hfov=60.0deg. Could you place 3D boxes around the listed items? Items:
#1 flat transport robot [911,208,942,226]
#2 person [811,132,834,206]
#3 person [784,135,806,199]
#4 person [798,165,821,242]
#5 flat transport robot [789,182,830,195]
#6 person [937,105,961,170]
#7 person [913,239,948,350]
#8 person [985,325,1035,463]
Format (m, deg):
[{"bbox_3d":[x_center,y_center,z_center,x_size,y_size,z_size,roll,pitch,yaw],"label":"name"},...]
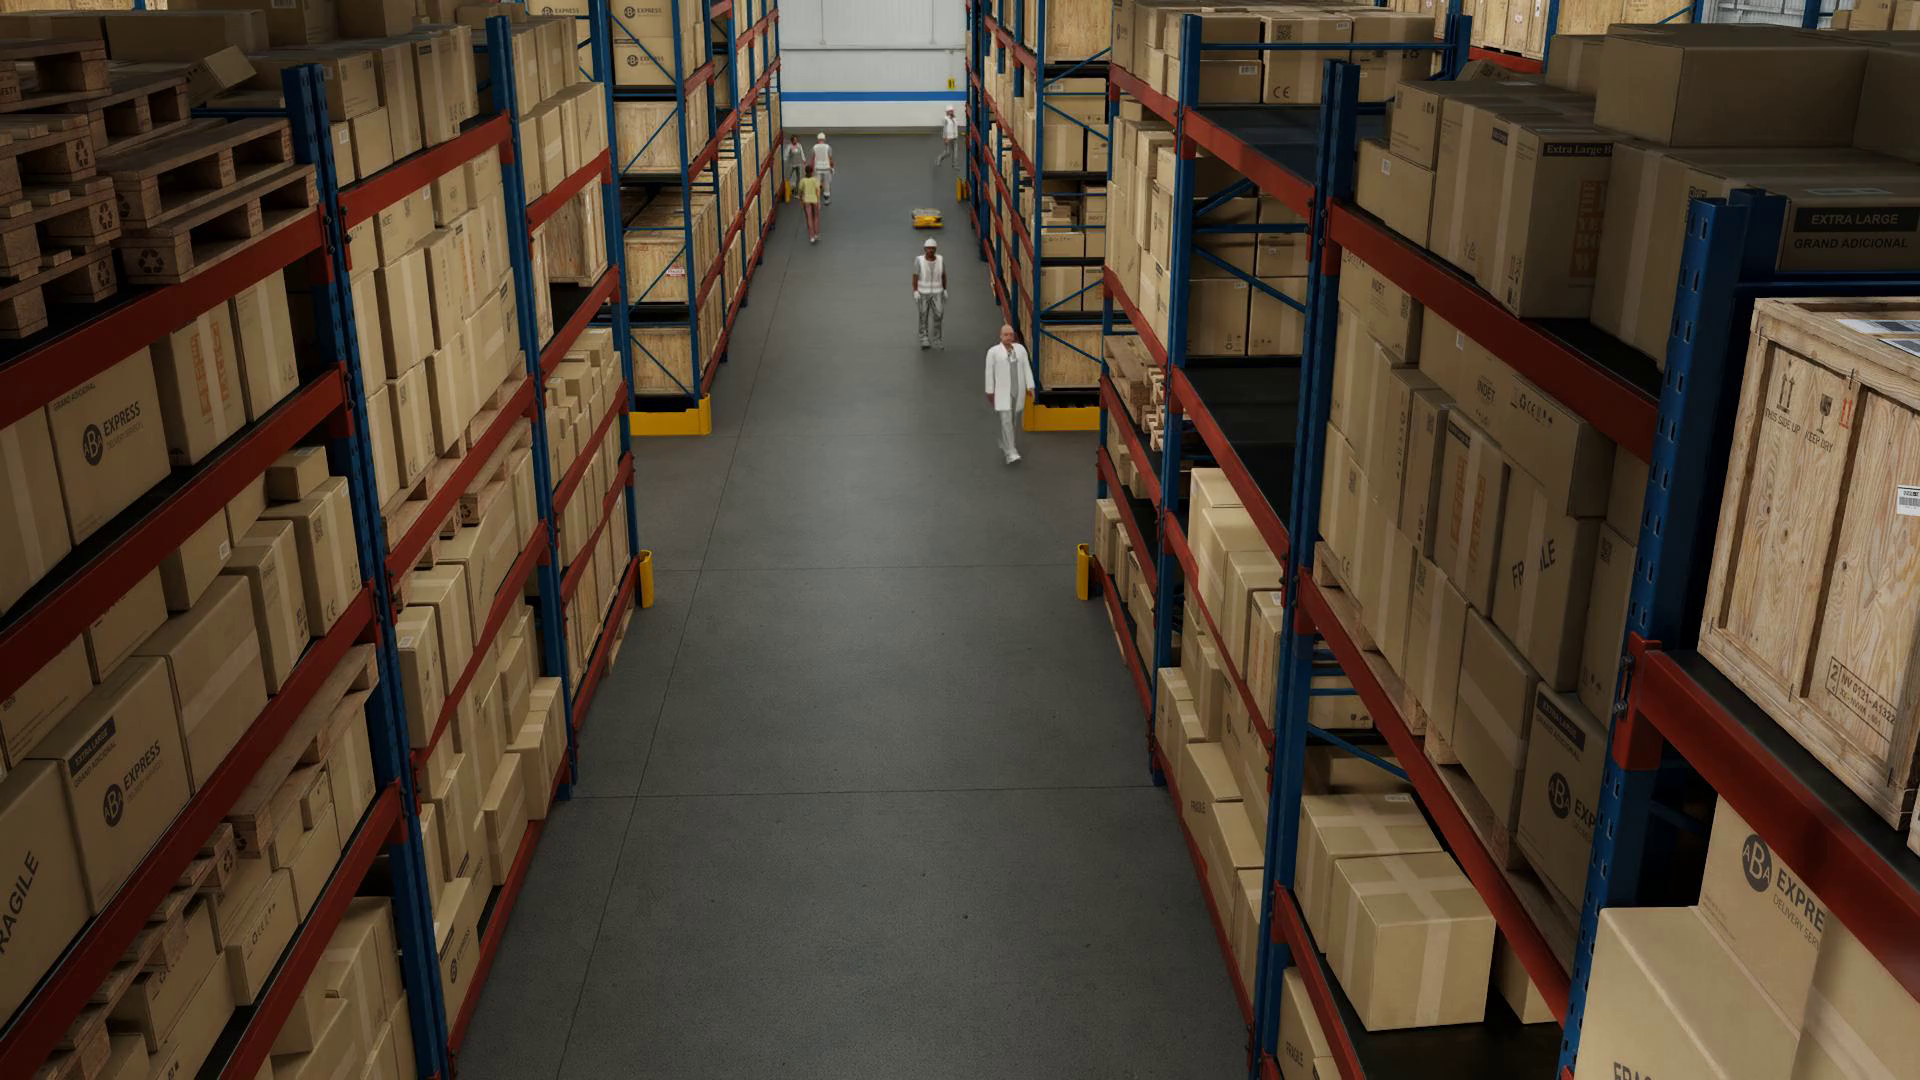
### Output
[{"bbox_3d":[-0.783,-7.531,38.917,0.659,0.265,1.431,-2,21,-4],"label":"flat transport robot"},{"bbox_3d":[-3.370,-9.099,40.823,0.564,1.786,0.688,1,20,3],"label":"person"},{"bbox_3d":[-4.195,-9.447,42.068,0.657,1.605,0.493,-13,24,-30],"label":"person"},{"bbox_3d":[-3.308,-7.400,36.452,0.459,1.631,0.951,-4,21,-10],"label":"person"},{"bbox_3d":[-4.147,-9.146,43.198,1.431,0.231,0.659,-13,24,-31],"label":"flat transport robot"},{"bbox_3d":[-0.289,-11.346,46.887,0.527,1.765,0.768,-16,26,-37],"label":"person"},{"bbox_3d":[-0.474,-4.031,27.215,0.597,1.786,0.570,-3,21,-9],"label":"person"},{"bbox_3d":[0.690,-1.894,21.549,0.578,1.748,0.984,-9,22,-24],"label":"person"}]
